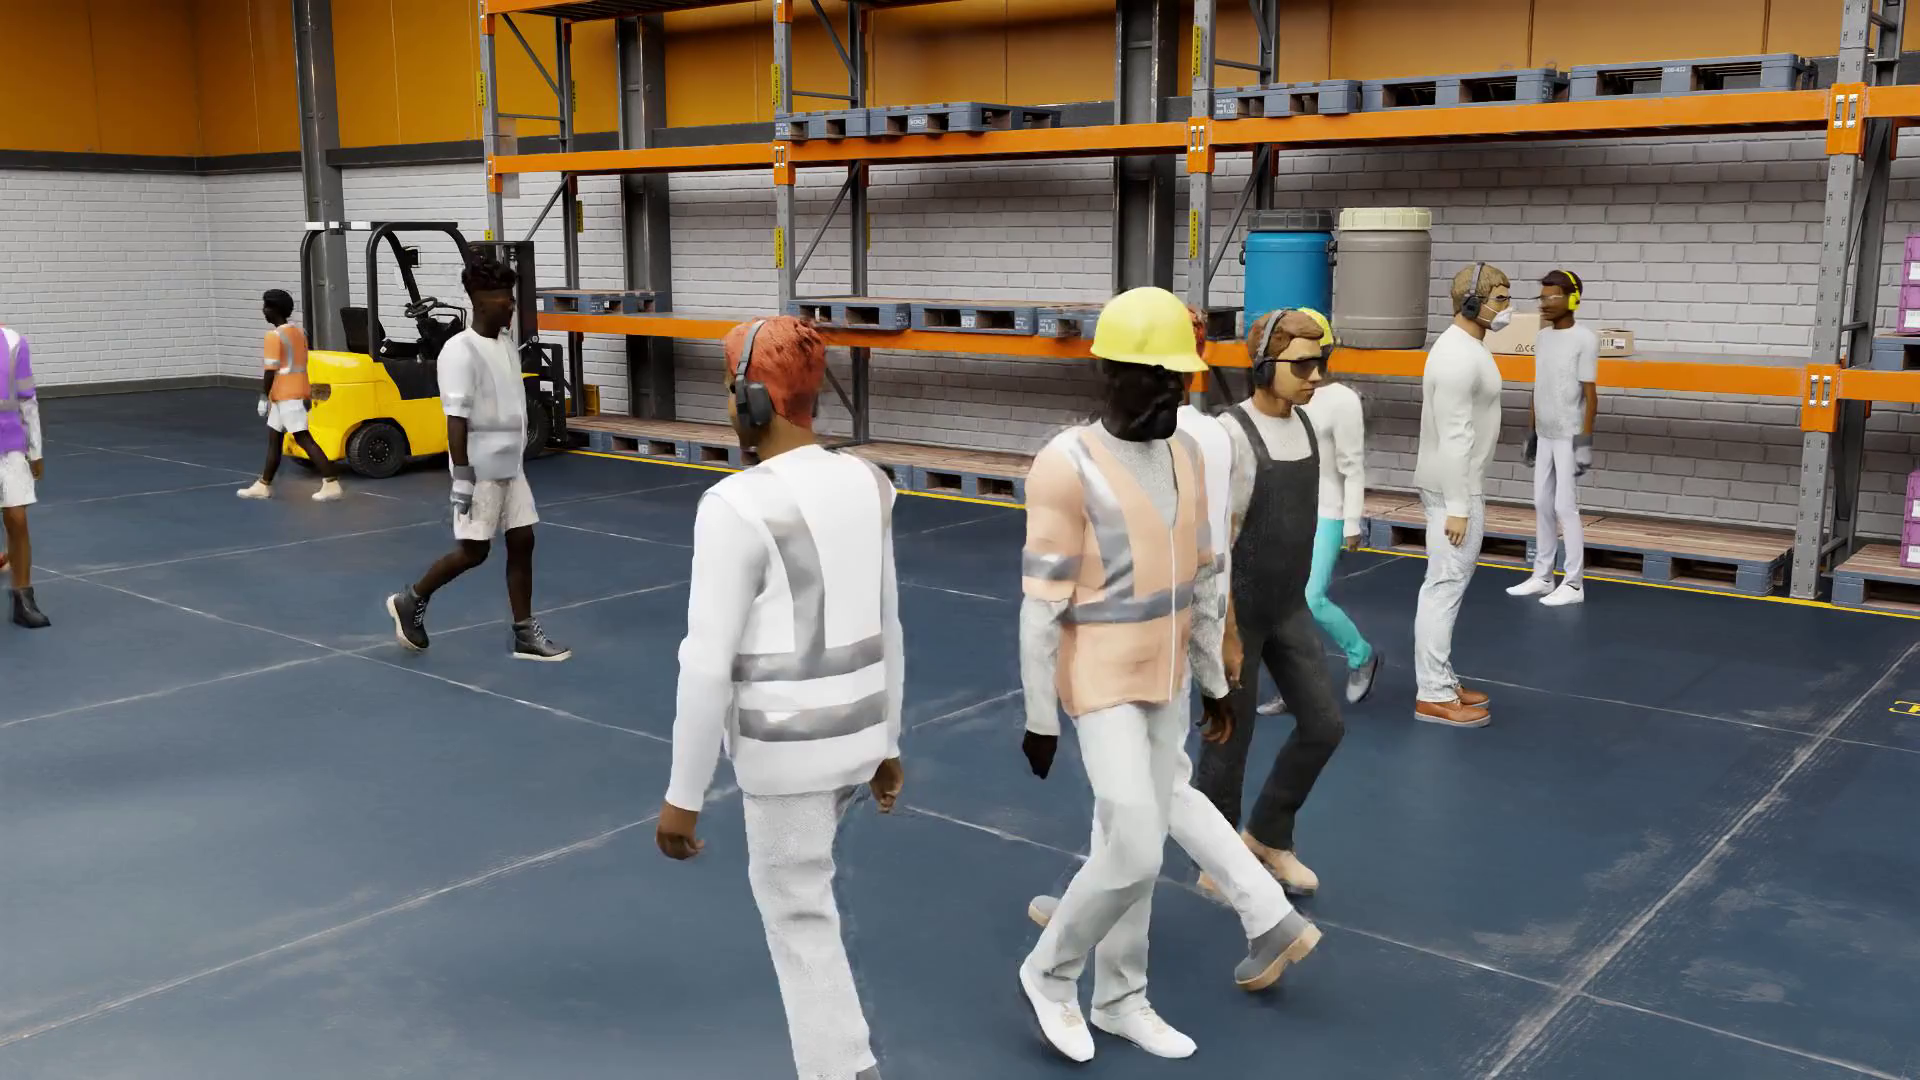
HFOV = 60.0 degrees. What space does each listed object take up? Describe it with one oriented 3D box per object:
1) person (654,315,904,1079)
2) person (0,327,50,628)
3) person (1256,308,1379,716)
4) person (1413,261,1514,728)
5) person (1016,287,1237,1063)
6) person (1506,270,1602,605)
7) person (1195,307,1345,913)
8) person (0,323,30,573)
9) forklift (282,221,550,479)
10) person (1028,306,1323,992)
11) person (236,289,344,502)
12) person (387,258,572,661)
[{"bbox_3d":[-0.361,0.468,3.526,0.461,1.871,0.596,5,11,26],"label":"person"},{"bbox_3d":[-5.077,-0.478,8.635,0.580,1.912,0.609,9,14,41],"label":"person"},{"bbox_3d":[1.497,-0.106,7.029,0.480,1.747,0.522,-5,12,-28],"label":"person"},{"bbox_3d":[2.091,-0.189,6.979,0.367,1.934,0.623,3,11,18],"label":"person"},{"bbox_3d":[0.419,0.347,4.056,0.399,1.912,0.595,8,13,38],"label":"person"},{"bbox_3d":[3.336,-0.566,9.279,0.321,1.860,0.527,-3,11,-17],"label":"person"},{"bbox_3d":[0.895,0.234,4.937,0.528,1.831,0.444,-8,13,-38],"label":"person"},{"bbox_3d":[-5.671,-0.647,9.517,0.653,1.938,1.041,-2,10,-10],"label":"person"},{"bbox_3d":[-4.922,-1.741,14.854,1.214,2.155,2.313,8,13,38],"label":"forklift"},{"bbox_3d":[0.600,0.286,4.554,0.893,1.861,0.574,6,12,29],"label":"person"},{"bbox_3d":[-5.201,-1.109,12.854,0.866,1.651,0.545,0,10,-2],"label":"person"},{"bbox_3d":[-2.331,-0.369,7.951,0.821,1.946,0.611,2,11,13],"label":"person"}]
